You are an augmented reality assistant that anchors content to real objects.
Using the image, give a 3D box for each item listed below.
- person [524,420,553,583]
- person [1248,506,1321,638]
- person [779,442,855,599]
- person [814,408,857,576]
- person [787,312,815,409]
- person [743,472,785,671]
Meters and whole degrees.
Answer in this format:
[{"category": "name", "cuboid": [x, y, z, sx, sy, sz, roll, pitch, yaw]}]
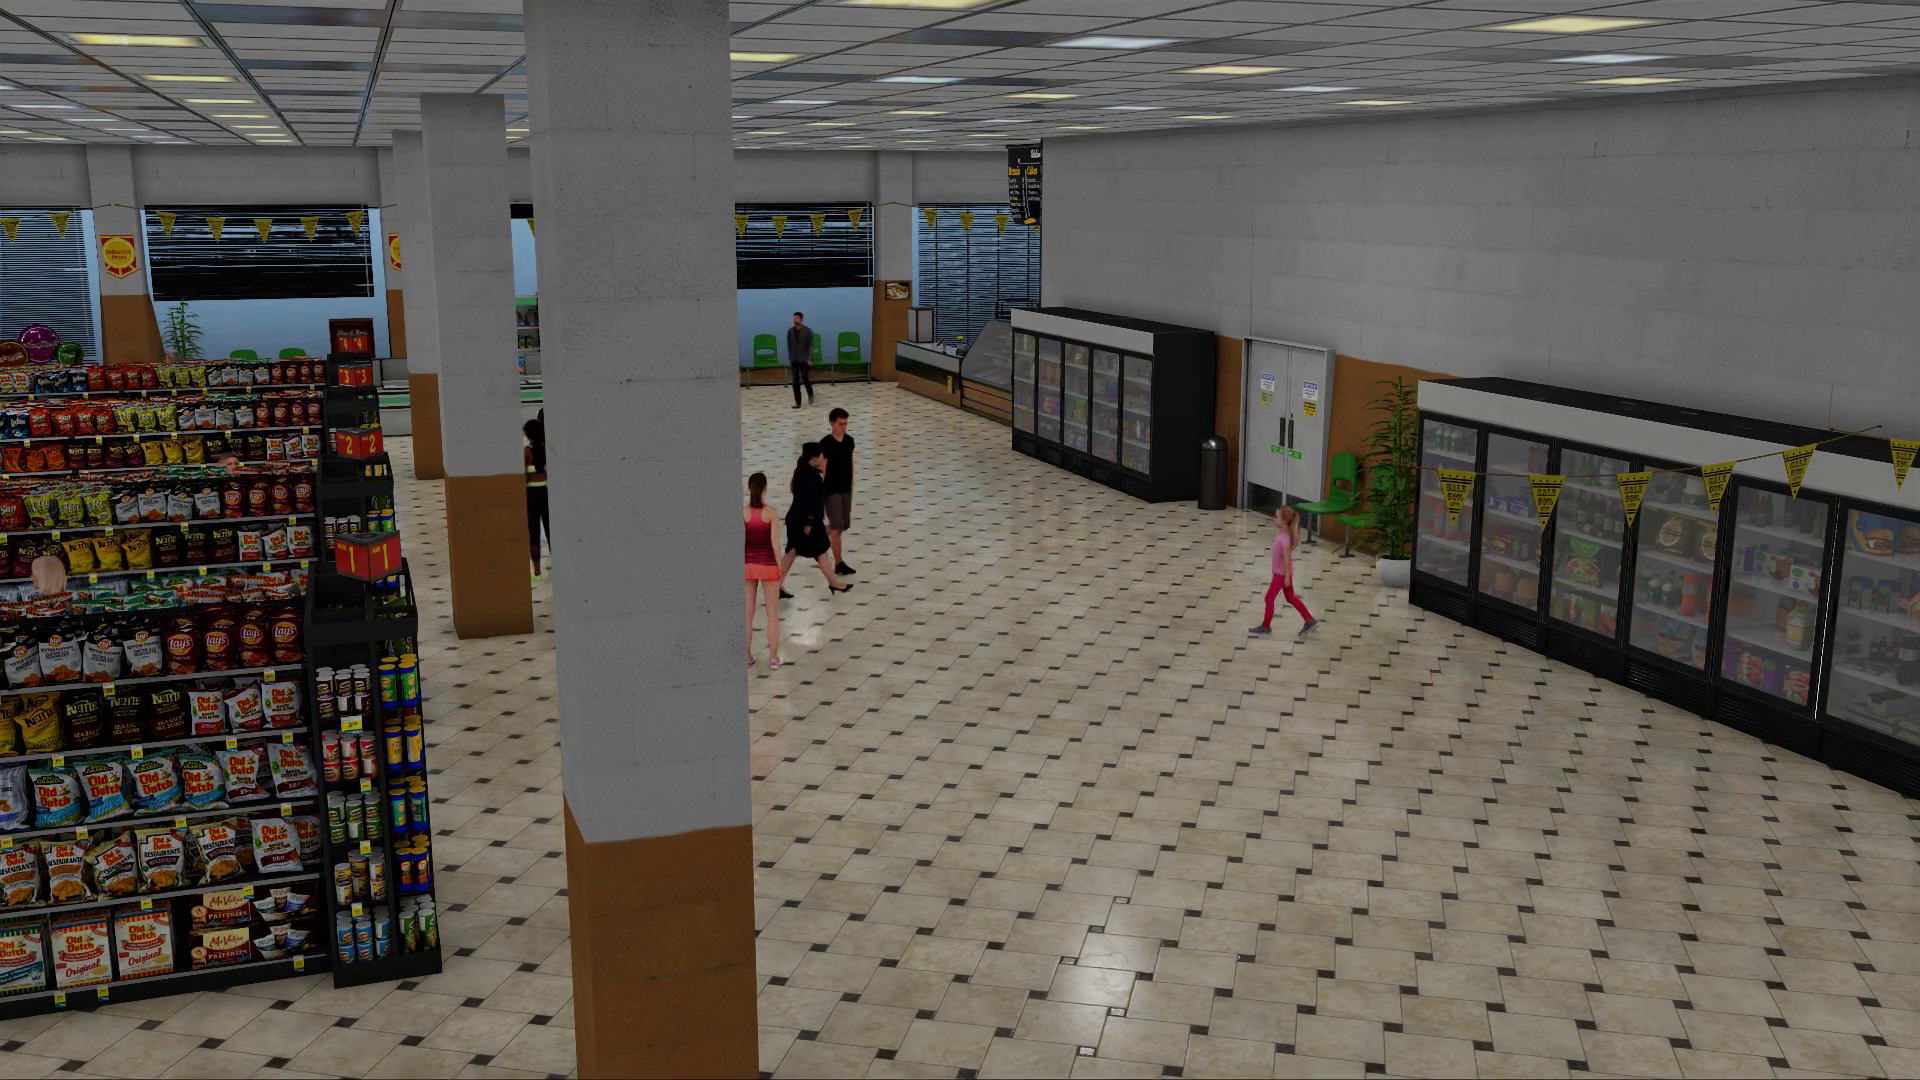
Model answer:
[{"category": "person", "cuboid": [-4.552, -0.429, 17.986, 0.544, 1.753, 0.686, -9, 15, -38]}, {"category": "person", "cuboid": [3.114, 0.312, 15.679, 0.951, 1.254, 0.776, 3, 12, 12]}, {"category": "person", "cuboid": [-1.653, -0.145, 16.956, 1.046, 1.623, 0.696, -5, 13, -21]}, {"category": "person", "cuboid": [-1.427, -0.540, 18.311, 1.091, 1.836, 1.120, 11, 16, 43]}, {"category": "person", "cuboid": [-3.070, -3.481, 32.217, 0.920, 1.862, 0.972, 4, 12, 18]}, {"category": "person", "cuboid": [-1.770, 0.268, 14.680, 0.613, 1.751, 0.708, 2, 12, 9]}]
